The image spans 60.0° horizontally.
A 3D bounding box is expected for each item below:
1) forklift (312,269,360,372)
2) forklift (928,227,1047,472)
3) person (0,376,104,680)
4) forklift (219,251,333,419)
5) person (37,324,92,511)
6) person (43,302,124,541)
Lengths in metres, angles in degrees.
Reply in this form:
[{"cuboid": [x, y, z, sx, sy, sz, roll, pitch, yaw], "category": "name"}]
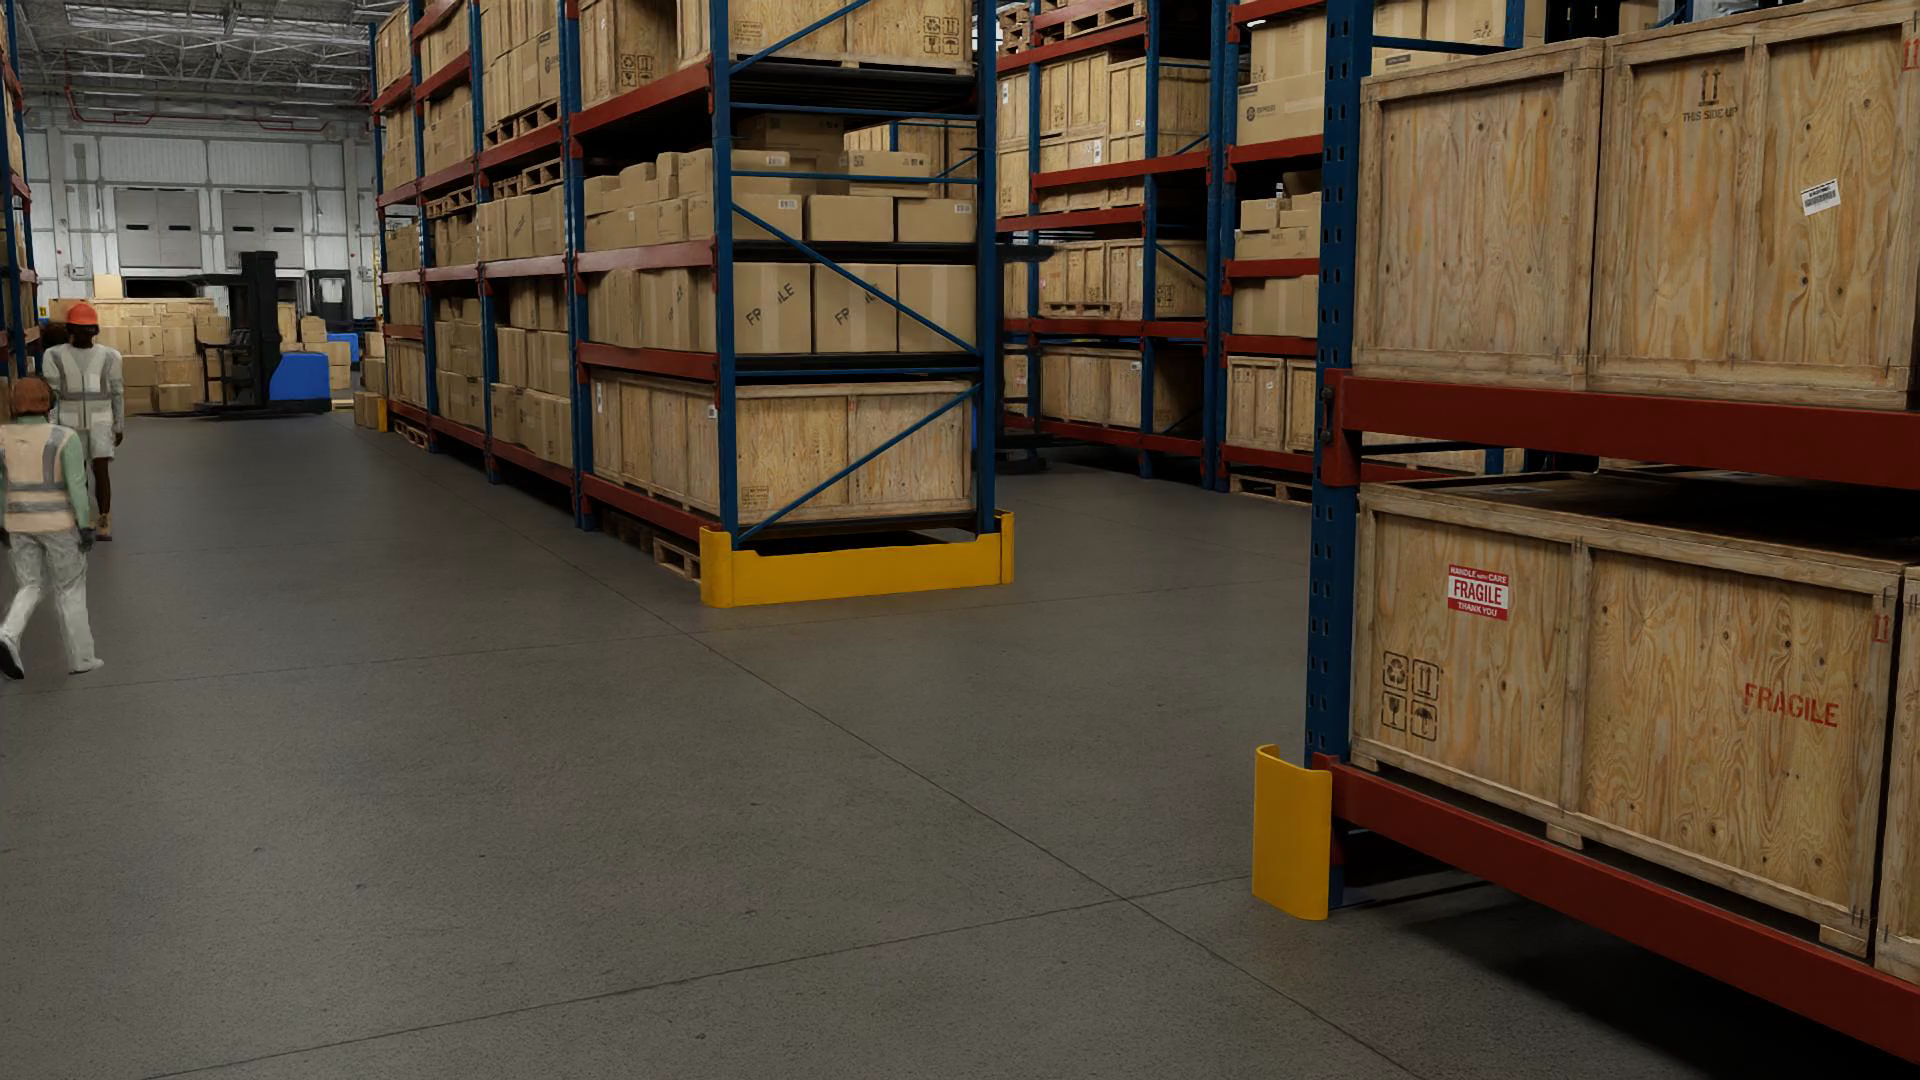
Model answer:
[{"cuboid": [-17.110, -5.997, 45.439, 1.129, 2.768, 1.873, -4, 9, -26], "category": "forklift"}, {"cuboid": [-0.079, -2.181, 19.130, 1.873, 2.768, 1.129, -4, 9, -26], "category": "forklift"}, {"cuboid": [-4.891, -0.054, 8.787, 0.558, 1.616, 0.580, 0, 8, 2], "category": "person"}, {"cuboid": [-11.843, -3.509, 28.288, 1.873, 2.768, 1.129, -7, 11, -39], "category": "forklift"}, {"cuboid": [-8.219, -1.070, 15.215, 0.429, 1.801, 0.750, -4, 9, -27], "category": "person"}, {"cuboid": [-7.432, -1.022, 14.159, 0.603, 2.007, 1.026, -4, 9, -25], "category": "person"}]
